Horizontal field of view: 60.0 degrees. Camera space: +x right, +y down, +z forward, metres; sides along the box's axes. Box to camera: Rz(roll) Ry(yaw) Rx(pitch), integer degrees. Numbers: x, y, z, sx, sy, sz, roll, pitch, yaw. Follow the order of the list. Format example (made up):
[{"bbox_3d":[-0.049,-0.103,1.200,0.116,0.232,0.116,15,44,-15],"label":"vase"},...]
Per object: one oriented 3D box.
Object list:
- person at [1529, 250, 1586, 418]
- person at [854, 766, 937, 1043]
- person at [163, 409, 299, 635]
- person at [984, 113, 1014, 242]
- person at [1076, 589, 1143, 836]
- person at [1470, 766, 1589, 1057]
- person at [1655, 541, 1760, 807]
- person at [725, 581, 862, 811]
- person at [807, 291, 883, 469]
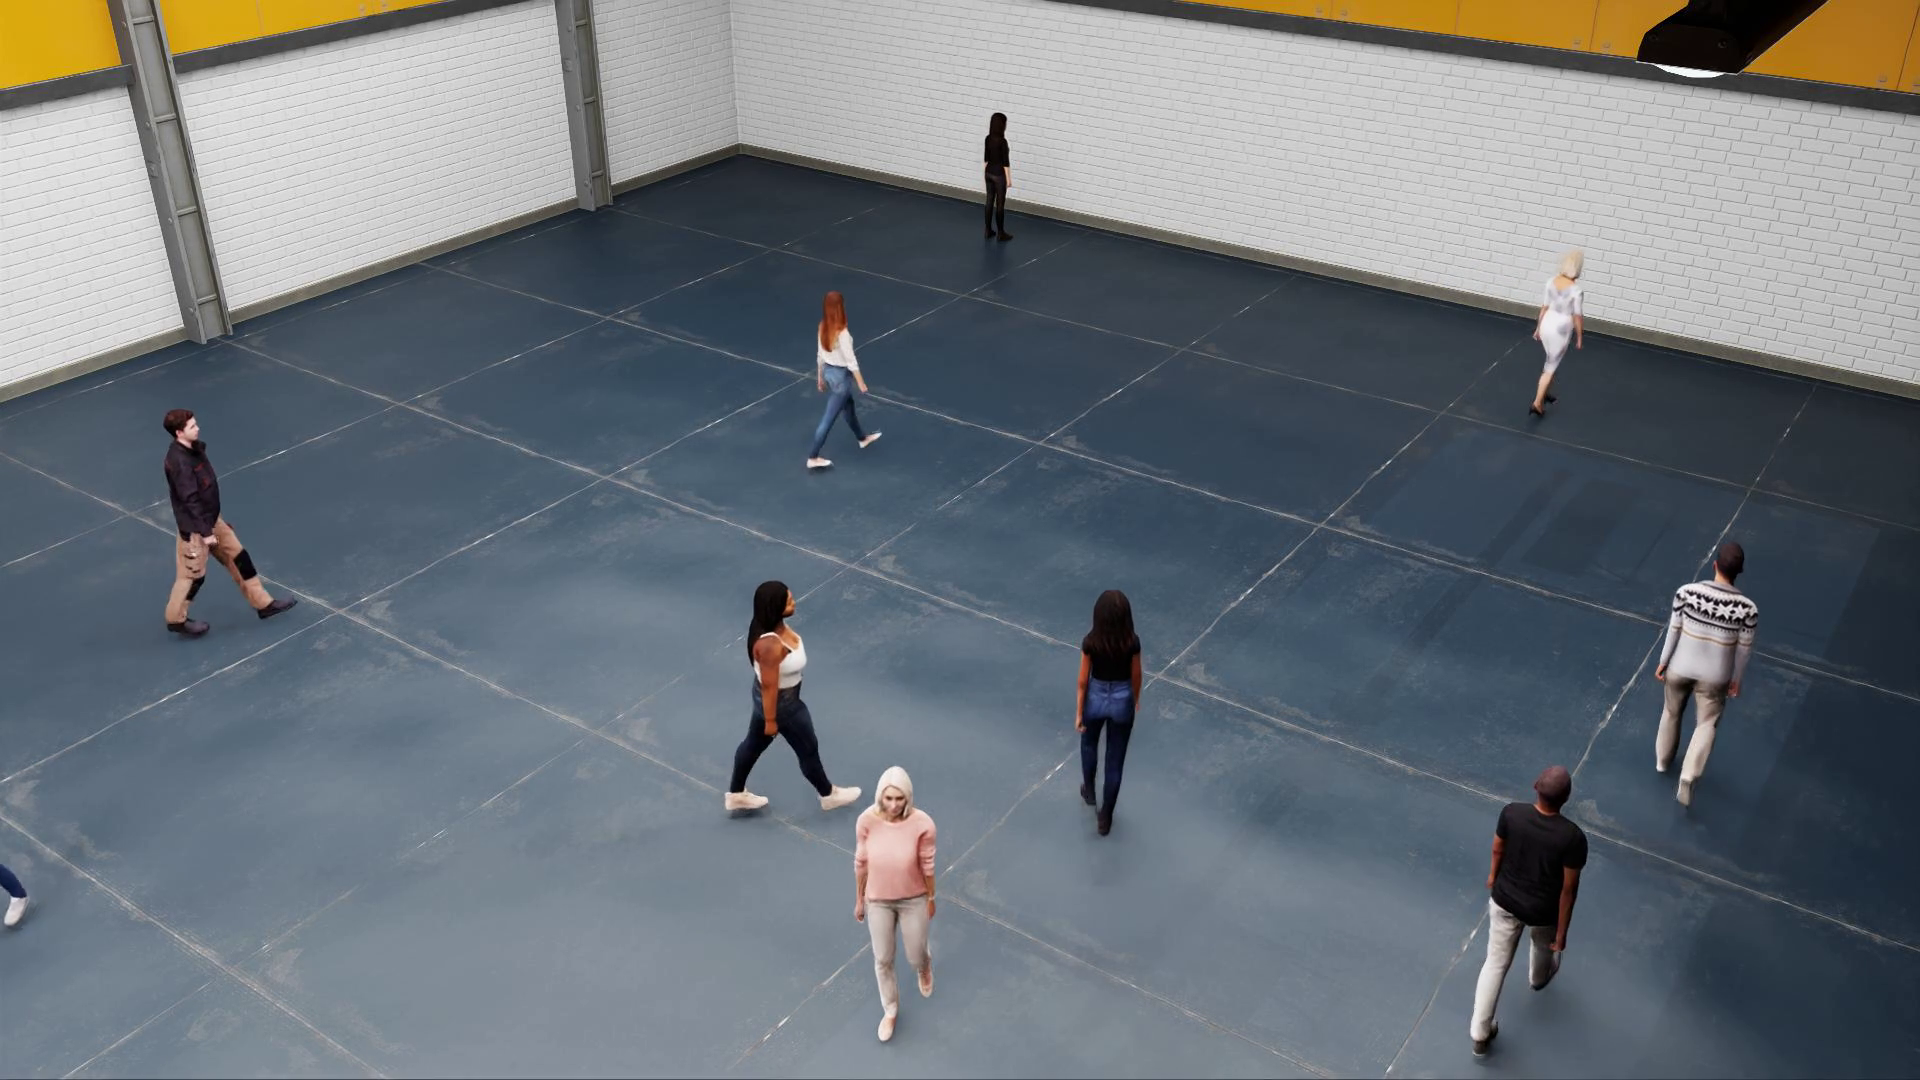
[{"bbox_3d":[5.888,-2.025,16.574,0.861,1.732,0.750,-18,33,-29],"label":"person"},{"bbox_3d":[-0.346,1.953,9.297,0.784,1.716,0.888,4,29,8],"label":"person"},{"bbox_3d":[-5.977,-0.094,12.884,1.318,1.876,1.214,-7,29,-12],"label":"person"},{"bbox_3d":[0.465,-4.724,21.617,0.560,1.640,0.615,-25,37,-38],"label":"person"},{"bbox_3d":[0.961,1.161,10.749,0.770,1.717,0.868,3,29,5],"label":"person"},{"bbox_3d":[3.045,2.060,9.069,0.705,1.747,1.194,20,34,32],"label":"person"},{"bbox_3d":[4.925,0.907,11.092,0.739,1.834,0.999,15,32,25],"label":"person"},{"bbox_3d":[-1.289,1.078,10.852,1.199,1.764,1.136,-5,29,-9],"label":"person"},{"bbox_3d":[-1.218,-1.457,15.586,1.210,1.681,0.865,-18,34,-30],"label":"person"}]
